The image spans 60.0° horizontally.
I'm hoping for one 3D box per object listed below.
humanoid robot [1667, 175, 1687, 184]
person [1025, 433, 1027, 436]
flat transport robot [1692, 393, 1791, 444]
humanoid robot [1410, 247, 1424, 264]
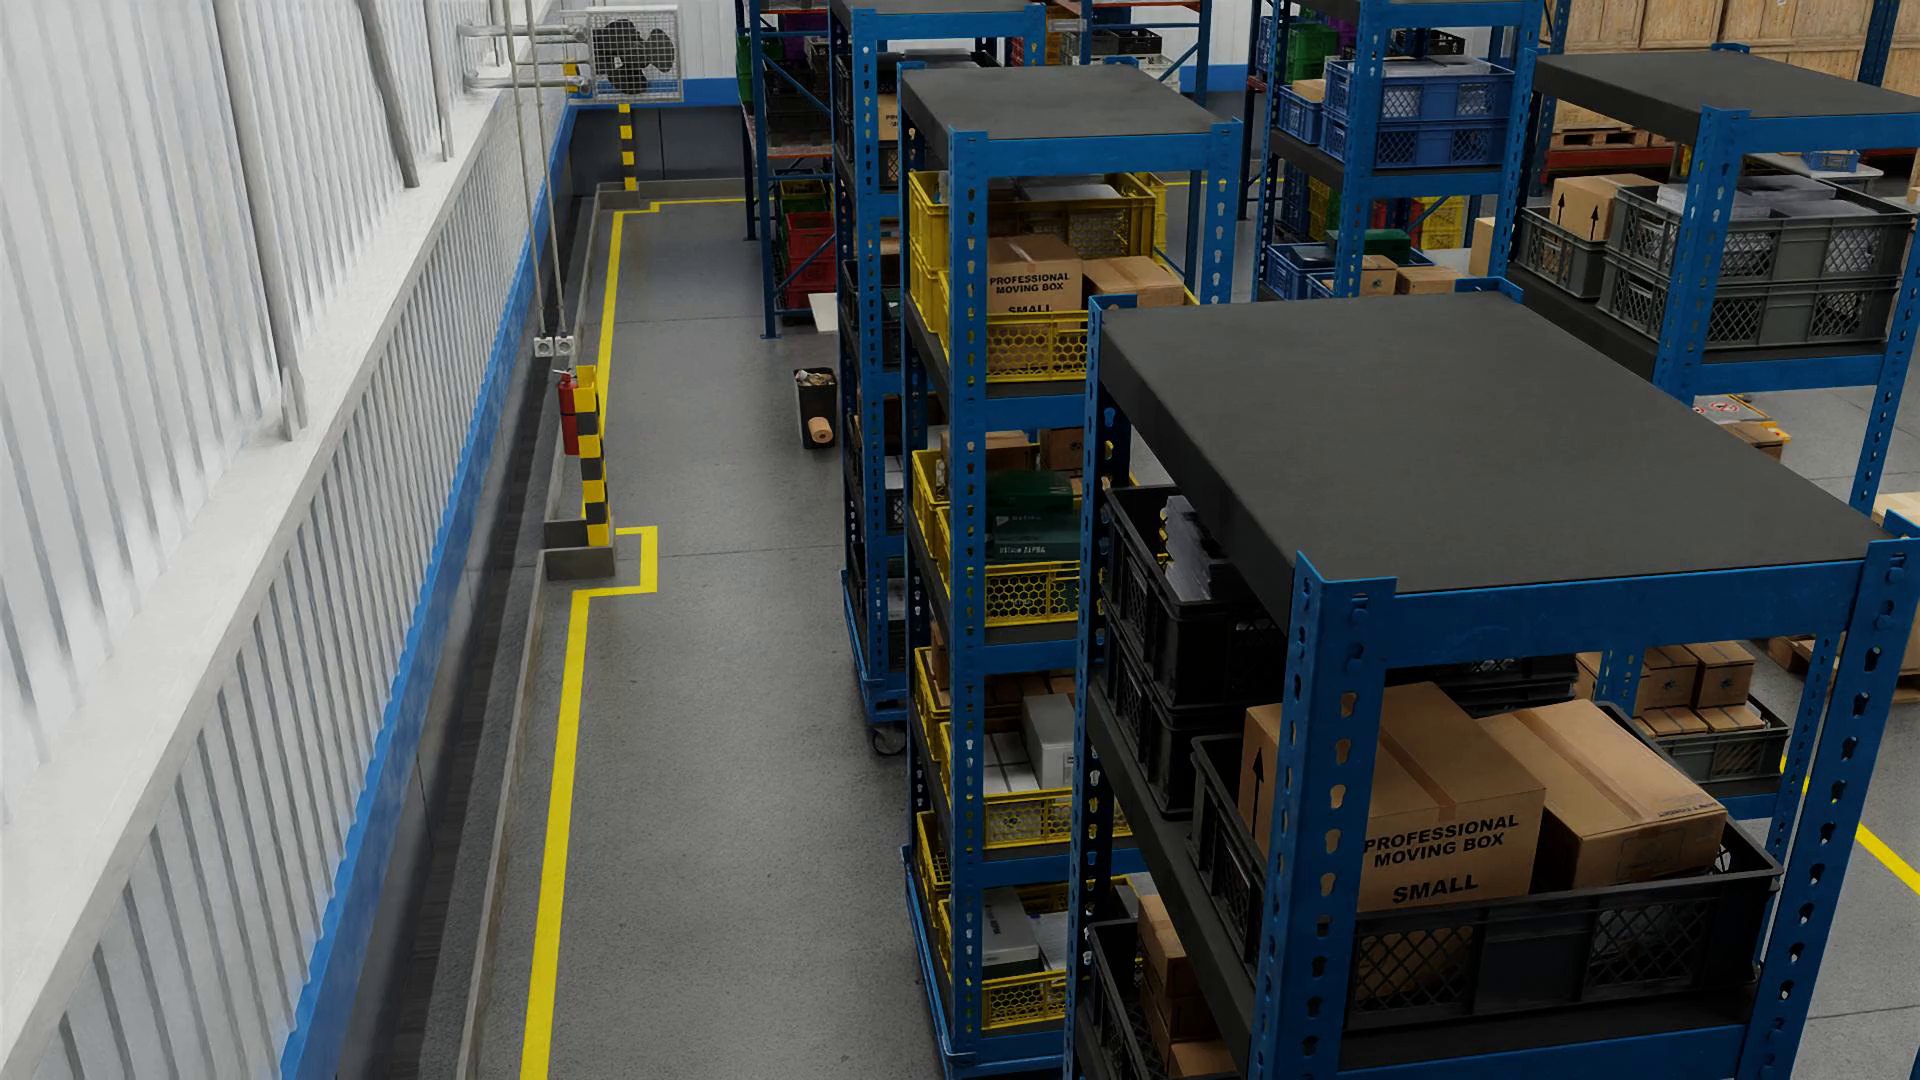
[{"bbox_3d":[5.600,-2.042,13.122,0.571,1.622,0.772,-19,31,-36],"label":"humanoid robot"},{"bbox_3d":[0.668,-1.356,11.349,0.695,1.858,0.595,-13,28,-26],"label":"person"},{"bbox_3d":[5.224,-0.859,12.132,1.431,0.197,0.652,-4,25,-8],"label":"flat transport robot"},{"bbox_3d":[2.935,-1.125,11.056,0.573,1.652,0.328,5,25,11],"label":"humanoid robot"}]
